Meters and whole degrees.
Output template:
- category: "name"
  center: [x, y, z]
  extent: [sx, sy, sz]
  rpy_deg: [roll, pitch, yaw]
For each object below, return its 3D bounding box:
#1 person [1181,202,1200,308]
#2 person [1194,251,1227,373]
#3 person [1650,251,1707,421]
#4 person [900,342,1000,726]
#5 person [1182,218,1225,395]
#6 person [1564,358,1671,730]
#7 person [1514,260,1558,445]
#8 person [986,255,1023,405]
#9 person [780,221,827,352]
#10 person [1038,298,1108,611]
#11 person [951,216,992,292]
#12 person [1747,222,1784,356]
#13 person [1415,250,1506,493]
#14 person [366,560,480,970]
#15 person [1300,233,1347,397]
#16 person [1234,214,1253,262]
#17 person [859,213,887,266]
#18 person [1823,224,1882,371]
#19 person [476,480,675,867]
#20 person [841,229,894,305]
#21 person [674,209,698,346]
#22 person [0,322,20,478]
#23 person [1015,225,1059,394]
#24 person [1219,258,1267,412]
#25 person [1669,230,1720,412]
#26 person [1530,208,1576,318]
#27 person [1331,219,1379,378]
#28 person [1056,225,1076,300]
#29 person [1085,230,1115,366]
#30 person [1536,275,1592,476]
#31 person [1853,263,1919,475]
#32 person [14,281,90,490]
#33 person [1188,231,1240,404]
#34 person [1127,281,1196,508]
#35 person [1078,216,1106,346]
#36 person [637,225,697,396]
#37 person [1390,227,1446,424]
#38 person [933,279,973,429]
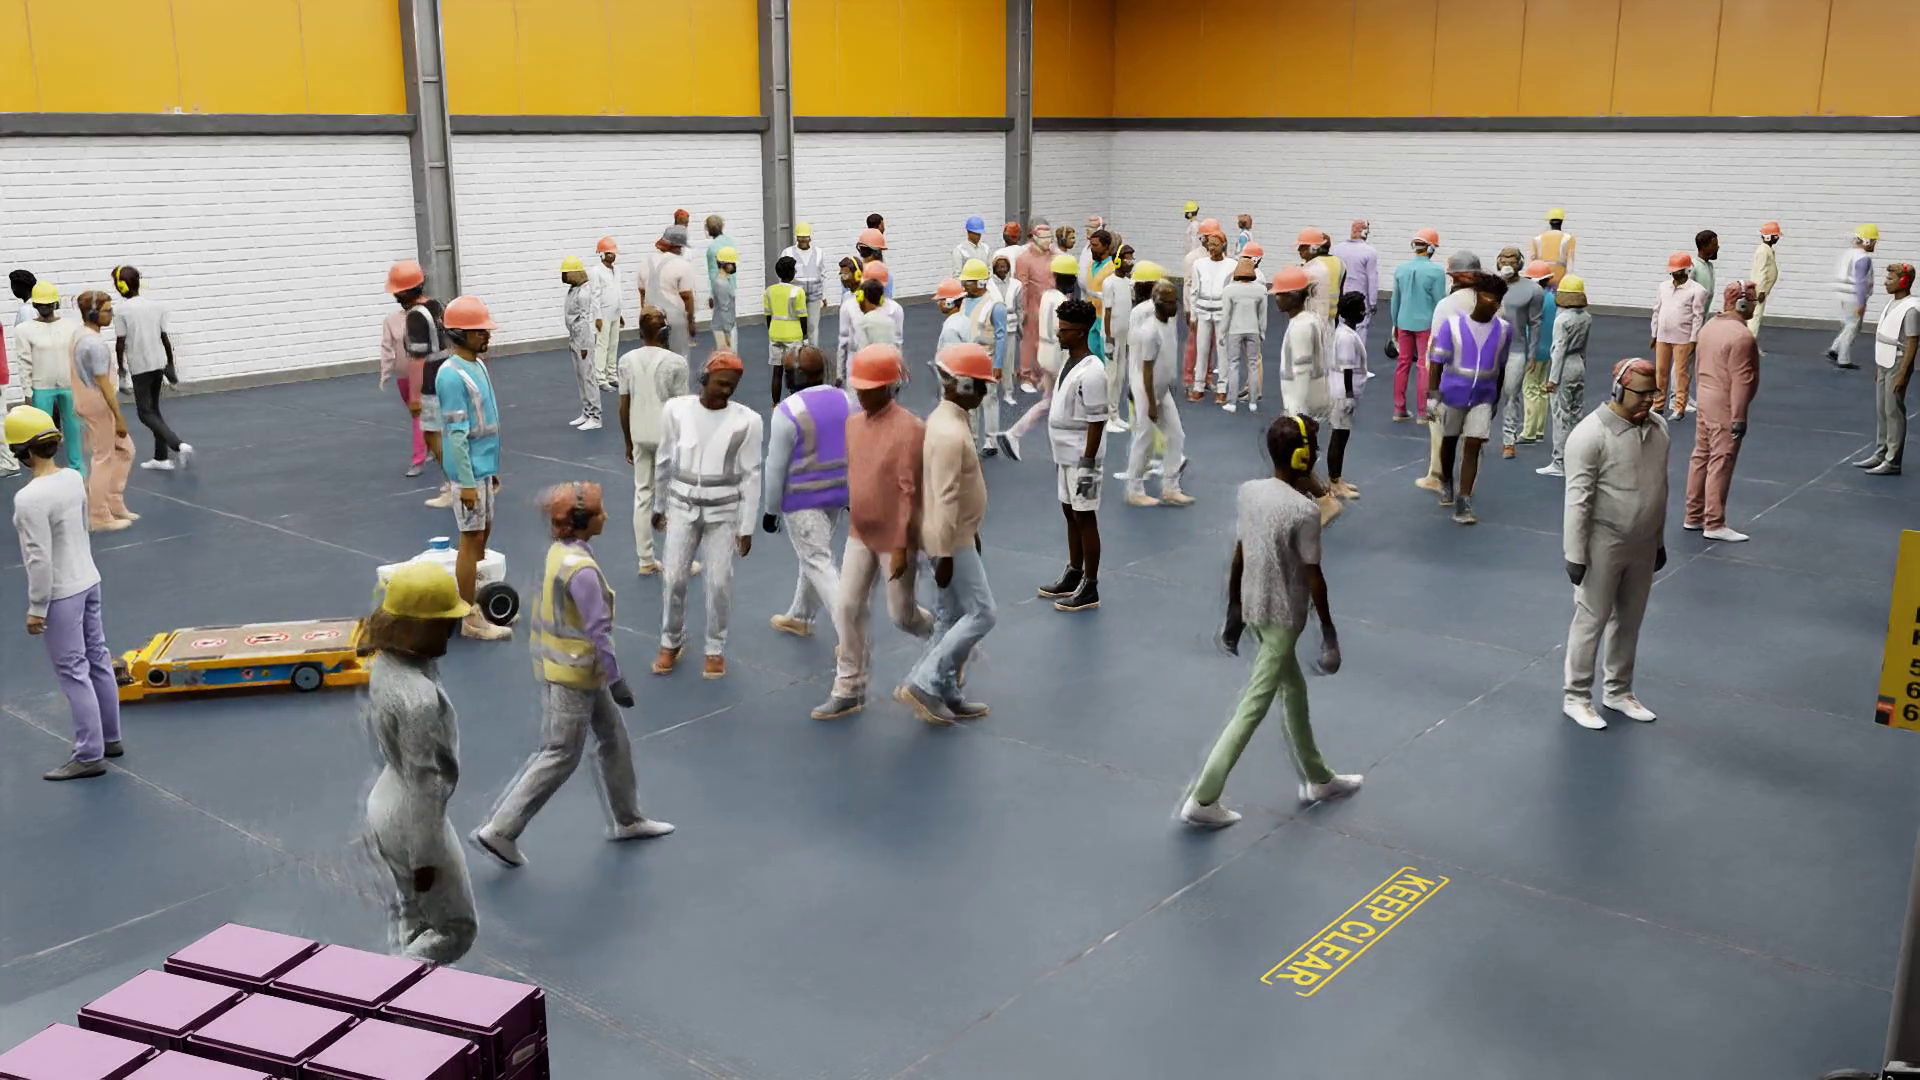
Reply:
- category: "person"
  center: [3.844, -4.737, 27.683]
  extent: [0.339, 1.761, 0.524]
  rpy_deg: [1, 14, 2]
- category: "person"
  center: [3.129, -2.878, 20.496]
  extent: [0.499, 1.634, 0.288]
  rpy_deg: [13, 19, 42]
- category: "person"
  center: [7.376, -2.106, 17.192]
  extent: [0.339, 1.742, 0.563]
  rpy_deg: [-9, 17, -31]
- category: "person"
  center: [-0.009, -0.010, 8.363]
  extent: [0.431, 1.964, 0.624]
  rpy_deg: [-1, 14, -5]
- category: "person"
  center: [2.776, -2.628, 18.797]
  extent: [0.622, 1.987, 0.406]
  rpy_deg: [-11, 18, -38]
- category: "person"
  center: [3.321, 0.020, 8.398]
  extent: [0.659, 1.894, 0.400]
  rpy_deg: [-7, 16, -27]
- category: "person"
  center: [5.465, -1.783, 15.879]
  extent: [0.332, 1.753, 0.561]
  rpy_deg: [12, 18, 39]
- category: "person"
  center: [0.440, -2.275, 18.077]
  extent: [0.517, 1.639, 0.313]
  rpy_deg: [-4, 15, -14]
- category: "person"
  center: [-1.946, -3.063, 20.835]
  extent: [0.600, 1.831, 0.404]
  rpy_deg: [-4, 15, -16]
- category: "person"
  center: [0.732, -0.538, 10.476]
  extent: [0.368, 1.966, 0.602]
  rpy_deg: [-3, 14, -13]
- category: "person"
  center: [0.161, -2.981, 20.315]
  extent: [0.618, 1.932, 0.419]
  rpy_deg: [-13, 19, -42]
- category: "person"
  center: [10.671, -3.336, 22.085]
  extent: [0.327, 1.753, 0.561]
  rpy_deg: [7, 16, 26]
- category: "person"
  center: [4.109, -1.391, 13.731]
  extent: [0.701, 2.000, 0.555]
  rpy_deg: [-6, 15, -22]
- category: "person"
  center: [-1.729, 0.898, 5.222]
  extent: [0.465, 1.723, 0.491]
  rpy_deg: [-9, 17, -31]
- category: "person"
  center: [3.986, -2.497, 18.557]
  extent: [0.634, 1.841, 0.429]
  rpy_deg: [-8, 16, -29]
- category: "person"
  center: [4.456, -4.284, 26.104]
  extent: [0.310, 1.642, 0.514]
  rpy_deg: [5, 15, 20]
- category: "person"
  center: [-1.097, -3.155, 21.030]
  extent: [0.378, 1.917, 0.597]
  rpy_deg: [-6, 15, -22]
- category: "person"
  center: [11.098, -3.000, 20.611]
  extent: [0.420, 1.814, 0.611]
  rpy_deg: [2, 14, 9]
- category: "person"
  center: [-1.626, 0.552, 6.849]
  extent: [0.778, 1.607, 0.509]
  rpy_deg: [-4, 15, -17]
- category: "person"
  center: [-0.848, -1.965, 16.025]
  extent: [0.614, 2.038, 0.396]
  rpy_deg: [10, 17, 36]
- category: "person"
  center: [-3.829, -3.582, 22.801]
  extent: [0.358, 1.886, 0.574]
  rpy_deg: [6, 15, 21]
- category: "person"
  center: [-8.447, -1.403, 14.399]
  extent: [0.573, 1.738, 0.351]
  rpy_deg: [13, 19, 41]
- category: "person"
  center: [0.931, -2.632, 18.970]
  extent: [0.646, 1.903, 0.401]
  rpy_deg: [-12, 18, -39]
- category: "person"
  center: [3.011, -2.179, 17.707]
  extent: [0.509, 1.631, 0.266]
  rpy_deg: [-2, 14, -6]
- category: "person"
  center: [7.856, -2.348, 17.806]
  extent: [0.398, 1.919, 0.588]
  rpy_deg: [13, 19, 41]
- category: "person"
  center: [8.105, -3.573, 22.755]
  extent: [0.609, 1.886, 0.776]
  rpy_deg: [10, 17, 34]
- category: "person"
  center: [4.779, -2.907, 20.076]
  extent: [0.407, 1.900, 0.655]
  rpy_deg: [-12, 18, -40]
- category: "person"
  center: [1.220, -2.832, 19.913]
  extent: [0.344, 1.840, 0.504]
  rpy_deg: [3, 14, 12]
- category: "person"
  center: [1.529, -2.360, 17.854]
  extent: [0.388, 1.919, 0.594]
  rpy_deg: [-8, 16, -28]
- category: "person"
  center: [5.272, -1.432, 14.500]
  extent: [0.492, 1.742, 0.320]
  rpy_deg: [-11, 18, -38]
- category: "person"
  center: [8.156, -1.483, 14.494]
  extent: [0.373, 1.843, 0.571]
  rpy_deg: [3, 14, 11]
- category: "person"
  center: [-7.471, -1.256, 13.754]
  extent: [0.330, 1.765, 0.526]
  rpy_deg: [13, 19, 43]
- category: "person"
  center: [2.788, -2.433, 18.218]
  extent: [0.575, 1.883, 0.362]
  rpy_deg: [7, 16, 25]
- category: "person"
  center: [1.619, -1.126, 13.110]
  extent: [0.682, 1.817, 0.522]
  rpy_deg: [9, 17, 32]
- category: "person"
  center: [1.651, -3.039, 20.580]
  extent: [0.407, 1.913, 0.639]
  rpy_deg: [-6, 15, -22]
- category: "person"
  center: [-3.065, -2.347, 17.553]
  extent: [0.723, 2.000, 0.553]
  rpy_deg: [10, 17, 34]
- category: "person"
  center: [4.701, -2.188, 17.023]
  extent: [0.398, 1.989, 0.611]
  rpy_deg: [-12, 18, -39]
- category: "person"
  center: [-0.068, -1.327, 14.060]
  extent: [0.339, 1.747, 0.573]
  rpy_deg: [2, 14, 10]
